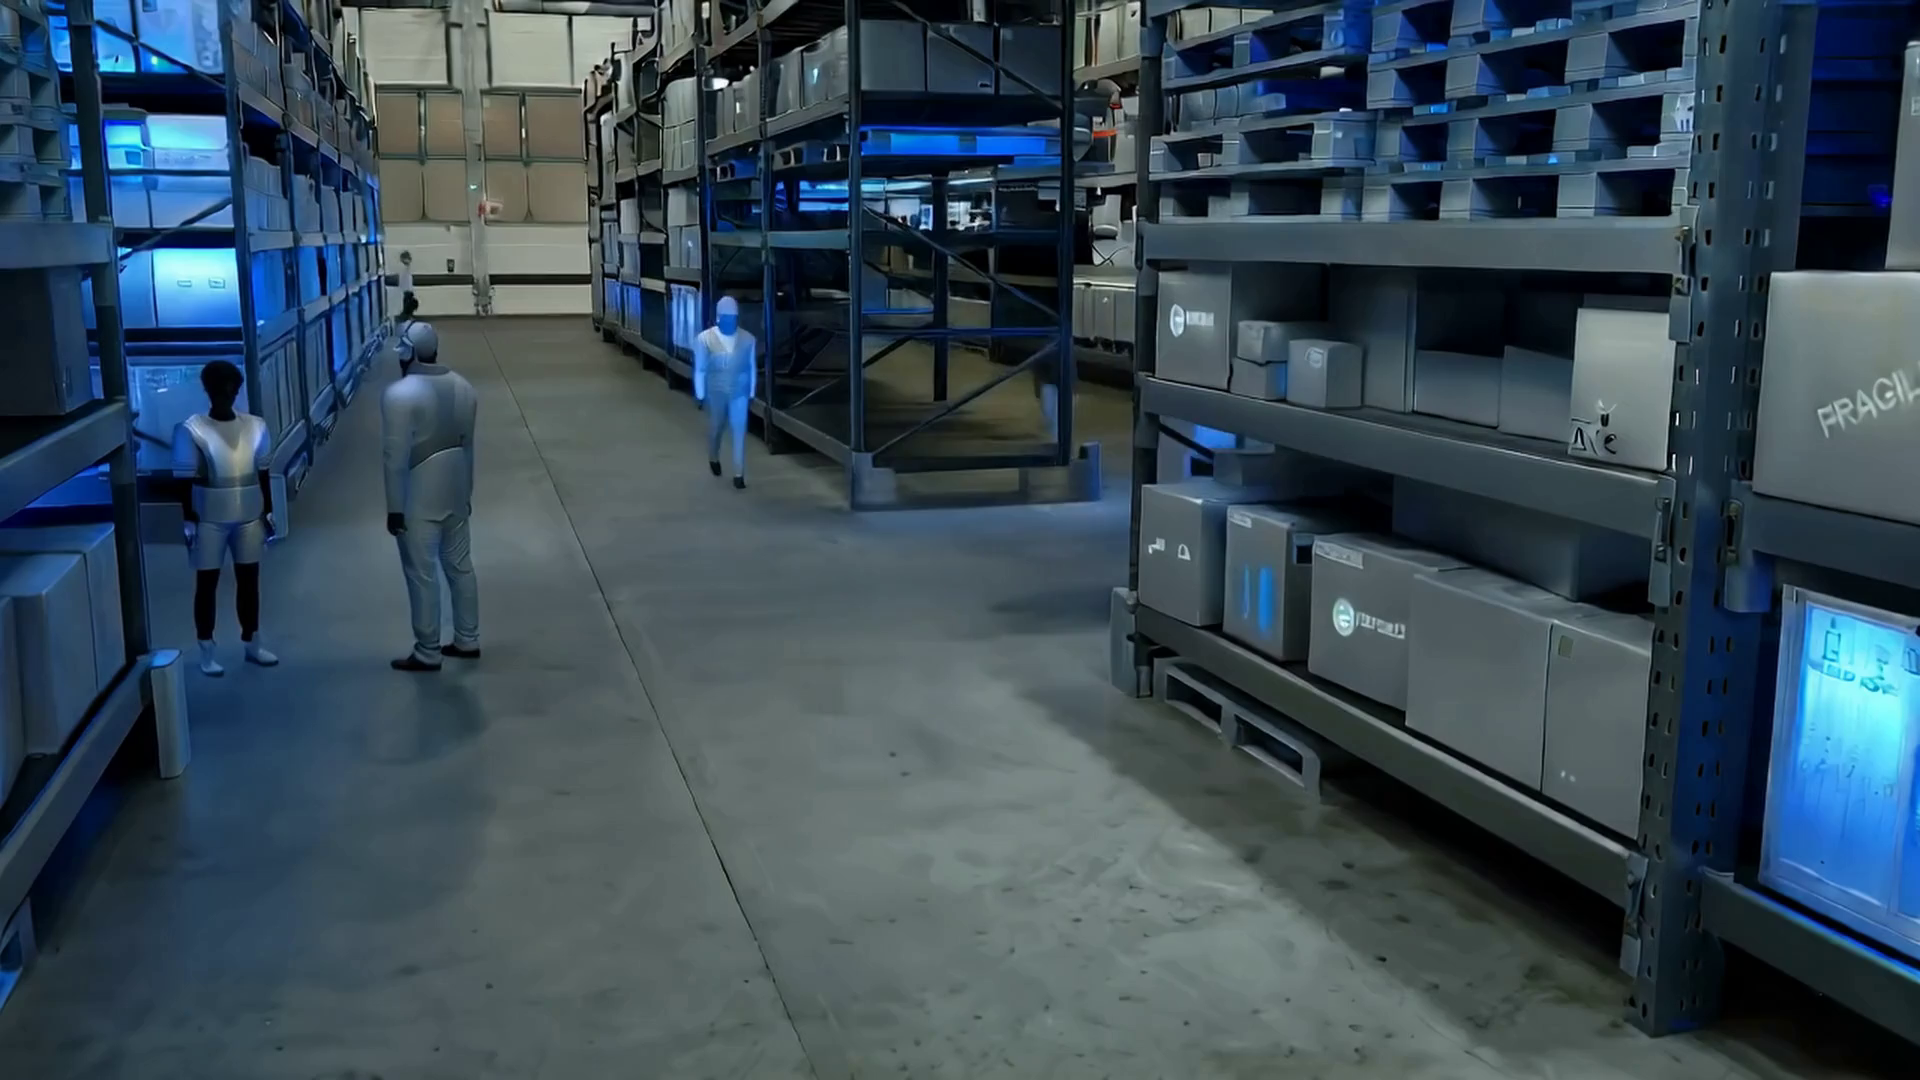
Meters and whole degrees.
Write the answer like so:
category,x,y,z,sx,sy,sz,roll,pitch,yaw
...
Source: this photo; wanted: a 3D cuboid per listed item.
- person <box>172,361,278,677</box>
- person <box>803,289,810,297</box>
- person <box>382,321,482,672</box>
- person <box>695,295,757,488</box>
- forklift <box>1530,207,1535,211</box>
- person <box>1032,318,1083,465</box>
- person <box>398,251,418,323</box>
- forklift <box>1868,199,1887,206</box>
category,x,y,z,sx,sy,sz,roll,pitch,yaw
person,-3.960,-0.122,8.997,0.322,1.692,0.532,9,14,42
person,-4.150,-6.465,43.098,1.023,1.949,0.636,-5,11,-23
person,-2.908,-0.237,9.075,0.399,1.899,0.651,5,11,24
person,-2.222,-1.419,15.773,0.599,1.811,0.761,-3,11,-18
forklift,5.007,-1.558,13.612,1.873,2.768,1.129,-3,11,-18
person,1.006,-1.563,17.204,0.501,1.564,0.867,-1,10,-5
person,-14.154,-6.390,42.574,0.529,1.975,0.641,-5,12,-26
forklift,11.338,-2.915,21.052,1.129,2.768,1.873,-3,11,-17
